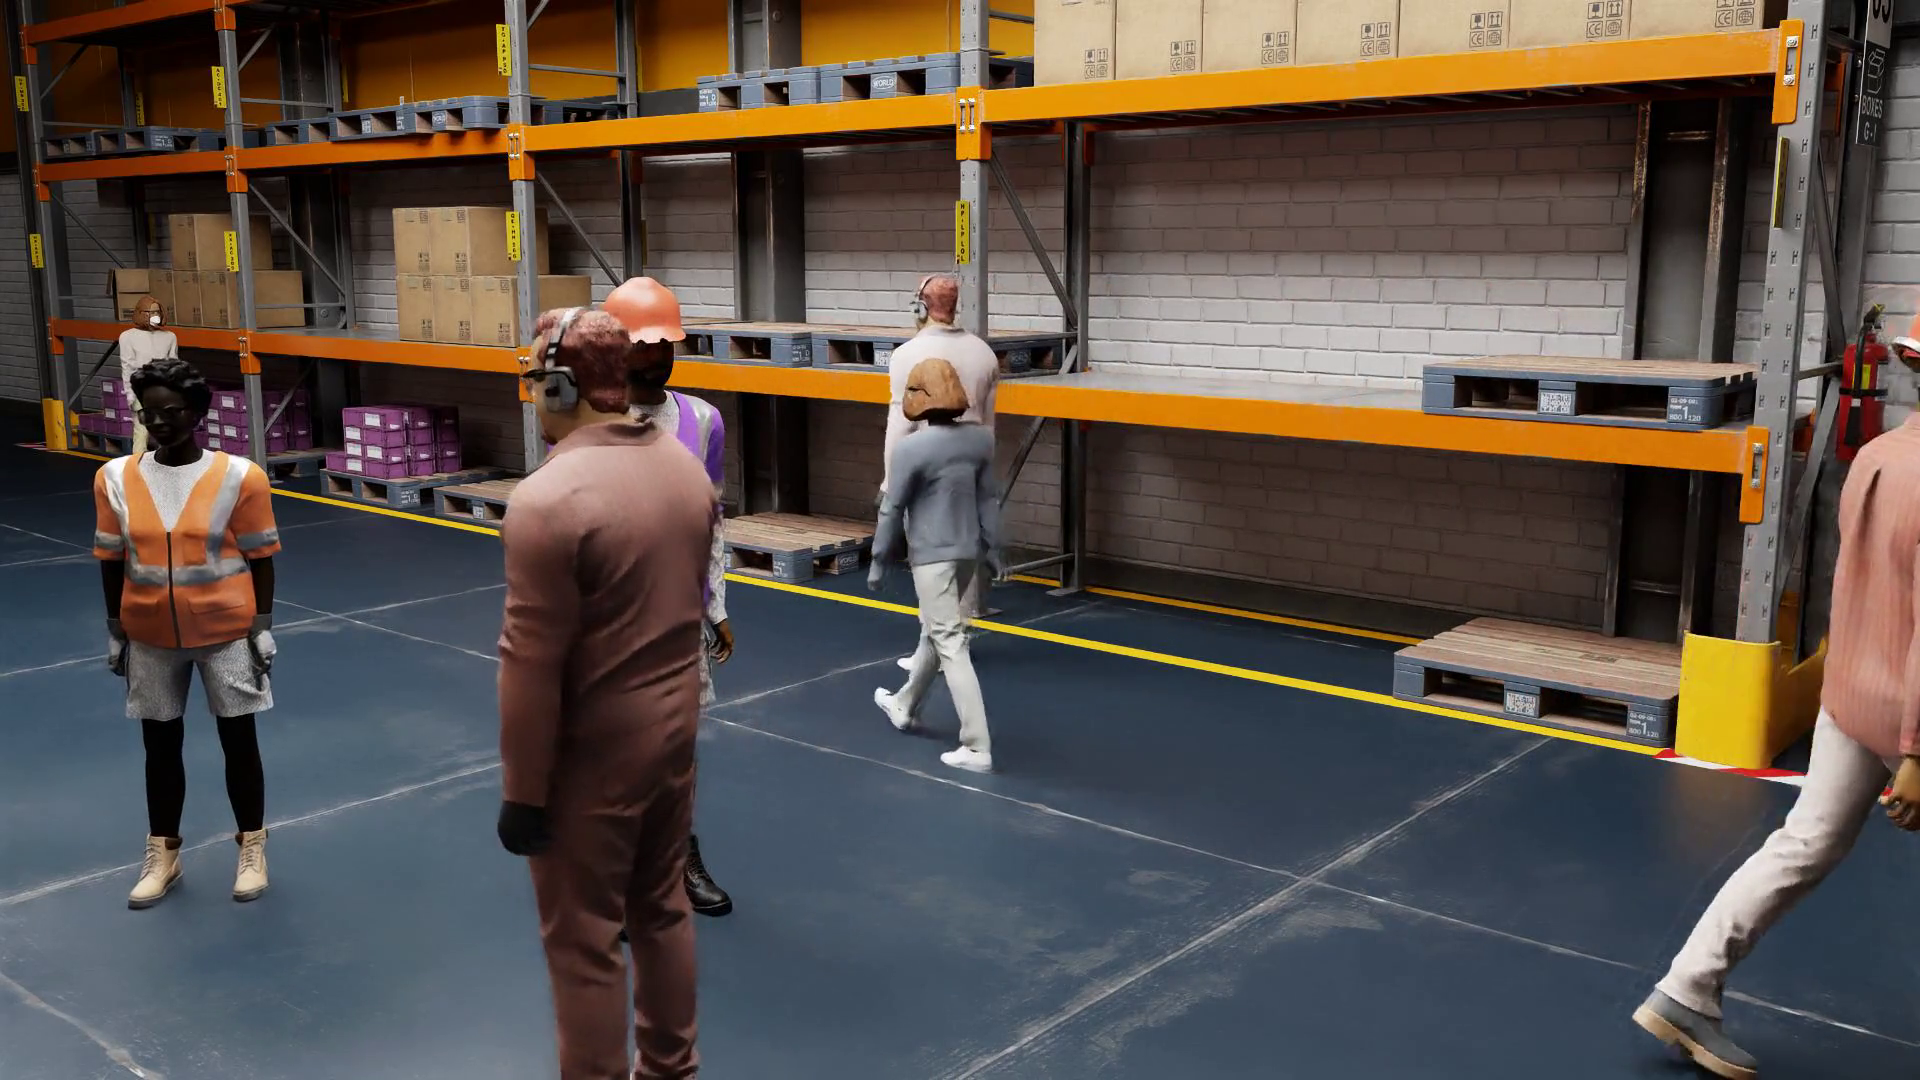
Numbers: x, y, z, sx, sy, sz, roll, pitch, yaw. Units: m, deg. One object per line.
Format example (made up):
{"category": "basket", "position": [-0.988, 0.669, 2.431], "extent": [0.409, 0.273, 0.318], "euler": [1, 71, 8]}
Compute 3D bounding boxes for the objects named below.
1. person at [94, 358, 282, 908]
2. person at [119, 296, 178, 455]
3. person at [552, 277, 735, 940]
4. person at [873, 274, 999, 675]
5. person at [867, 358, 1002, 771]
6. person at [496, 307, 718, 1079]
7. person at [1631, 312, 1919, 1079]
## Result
{"category": "person", "position": [-2.365, 0.286, 5.128], "extent": [0.536, 1.696, 0.322], "euler": [-1, 10, -8]}
{"category": "person", "position": [-6.677, -1.194, 13.766], "extent": [0.276, 1.629, 0.497], "euler": [7, 12, 35]}
{"category": "person", "position": [-0.915, 0.200, 4.937], "extent": [0.545, 1.938, 0.361], "euler": [-8, 13, -37]}
{"category": "person", "position": [-0.117, -0.315, 7.978], "extent": [0.652, 1.904, 0.403], "euler": [-10, 14, -44]}
{"category": "person", "position": [-0.128, 0.078, 6.627], "extent": [0.521, 1.586, 0.865], "euler": [-10, 14, -43]}
{"category": "person", "position": [-0.791, 0.449, 3.647], "extent": [0.394, 1.898, 0.647], "euler": [4, 11, 22]}
{"category": "person", "position": [2.167, 0.381, 3.902], "extent": [1.053, 1.951, 0.624], "euler": [0, 10, 2]}
